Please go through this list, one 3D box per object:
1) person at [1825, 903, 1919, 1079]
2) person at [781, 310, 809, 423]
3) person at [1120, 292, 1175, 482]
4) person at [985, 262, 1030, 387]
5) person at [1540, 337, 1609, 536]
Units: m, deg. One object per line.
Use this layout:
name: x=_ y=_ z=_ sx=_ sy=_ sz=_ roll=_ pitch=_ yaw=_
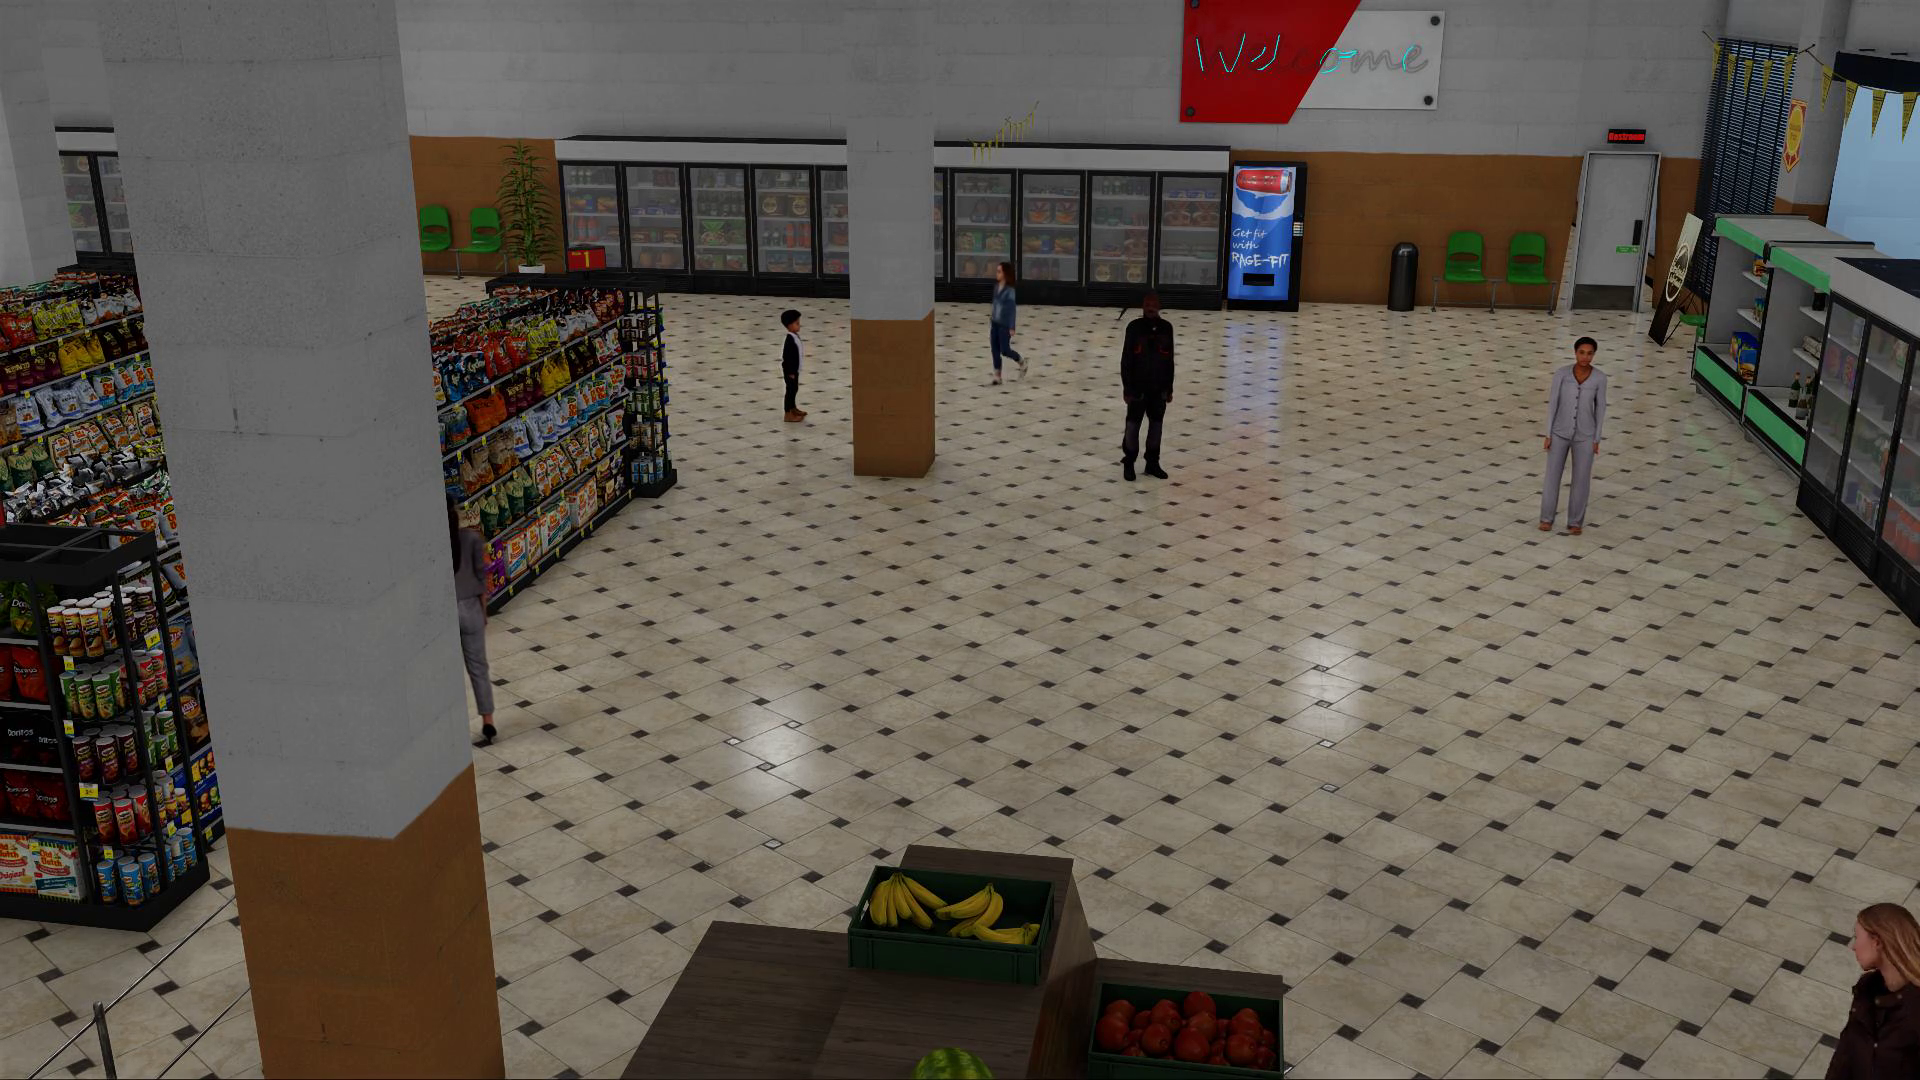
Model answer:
person: x=3.225 y=2.086 z=5.699 sx=0.855 sy=1.667 sz=0.658 roll=-8 pitch=20 yaw=-24
person: x=-1.851 y=-1.925 z=18.290 sx=0.557 sy=1.222 sz=0.403 roll=3 pitch=19 yaw=8
person: x=1.817 y=-1.510 z=16.121 sx=0.775 sy=1.823 sz=0.736 roll=-4 pitch=19 yaw=-12
person: x=0.558 y=-2.569 z=19.822 sx=0.905 sy=1.465 sz=0.851 roll=-12 pitch=22 yaw=-31
person: x=5.359 y=-0.932 z=14.543 sx=0.666 sy=1.735 sz=0.618 roll=7 pitch=20 yaw=20
